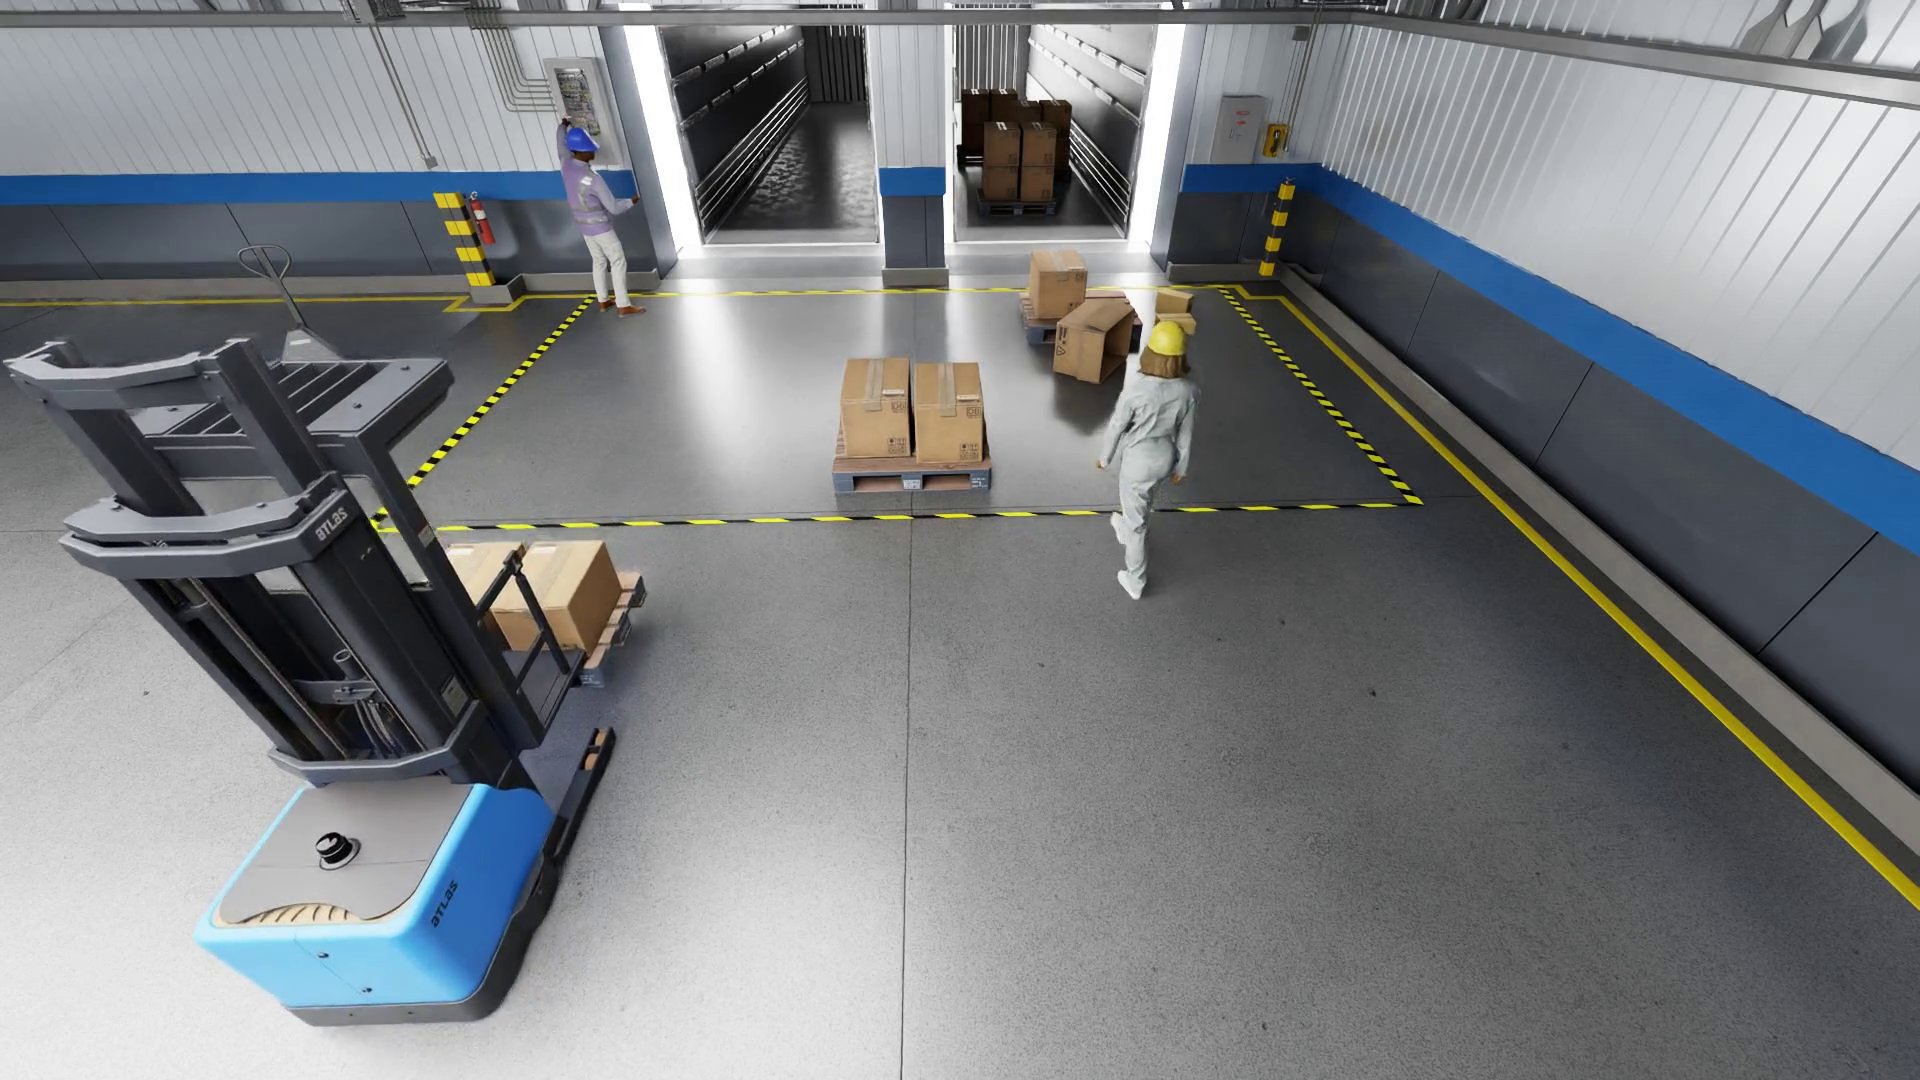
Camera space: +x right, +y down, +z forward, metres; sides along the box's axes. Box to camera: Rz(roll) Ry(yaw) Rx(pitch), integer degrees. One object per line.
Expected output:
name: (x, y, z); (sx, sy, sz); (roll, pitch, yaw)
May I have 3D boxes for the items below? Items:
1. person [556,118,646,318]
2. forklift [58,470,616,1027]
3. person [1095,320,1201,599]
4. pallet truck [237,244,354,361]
person: (-3.998, -3.530, 8.099); (1.101, 1.904, 0.684); (24, 44, 27)
forklift: (-2.147, 0.799, 2.529); (0.716, 2.013, 0.776); (-1, 38, -1)
person: (1.075, -0.518, 4.453); (0.490, 1.717, 0.768); (-11, 40, -13)
pallet truck: (-5.915, -1.733, 6.366); (0.680, 1.201, 1.601); (-18, 42, -21)
